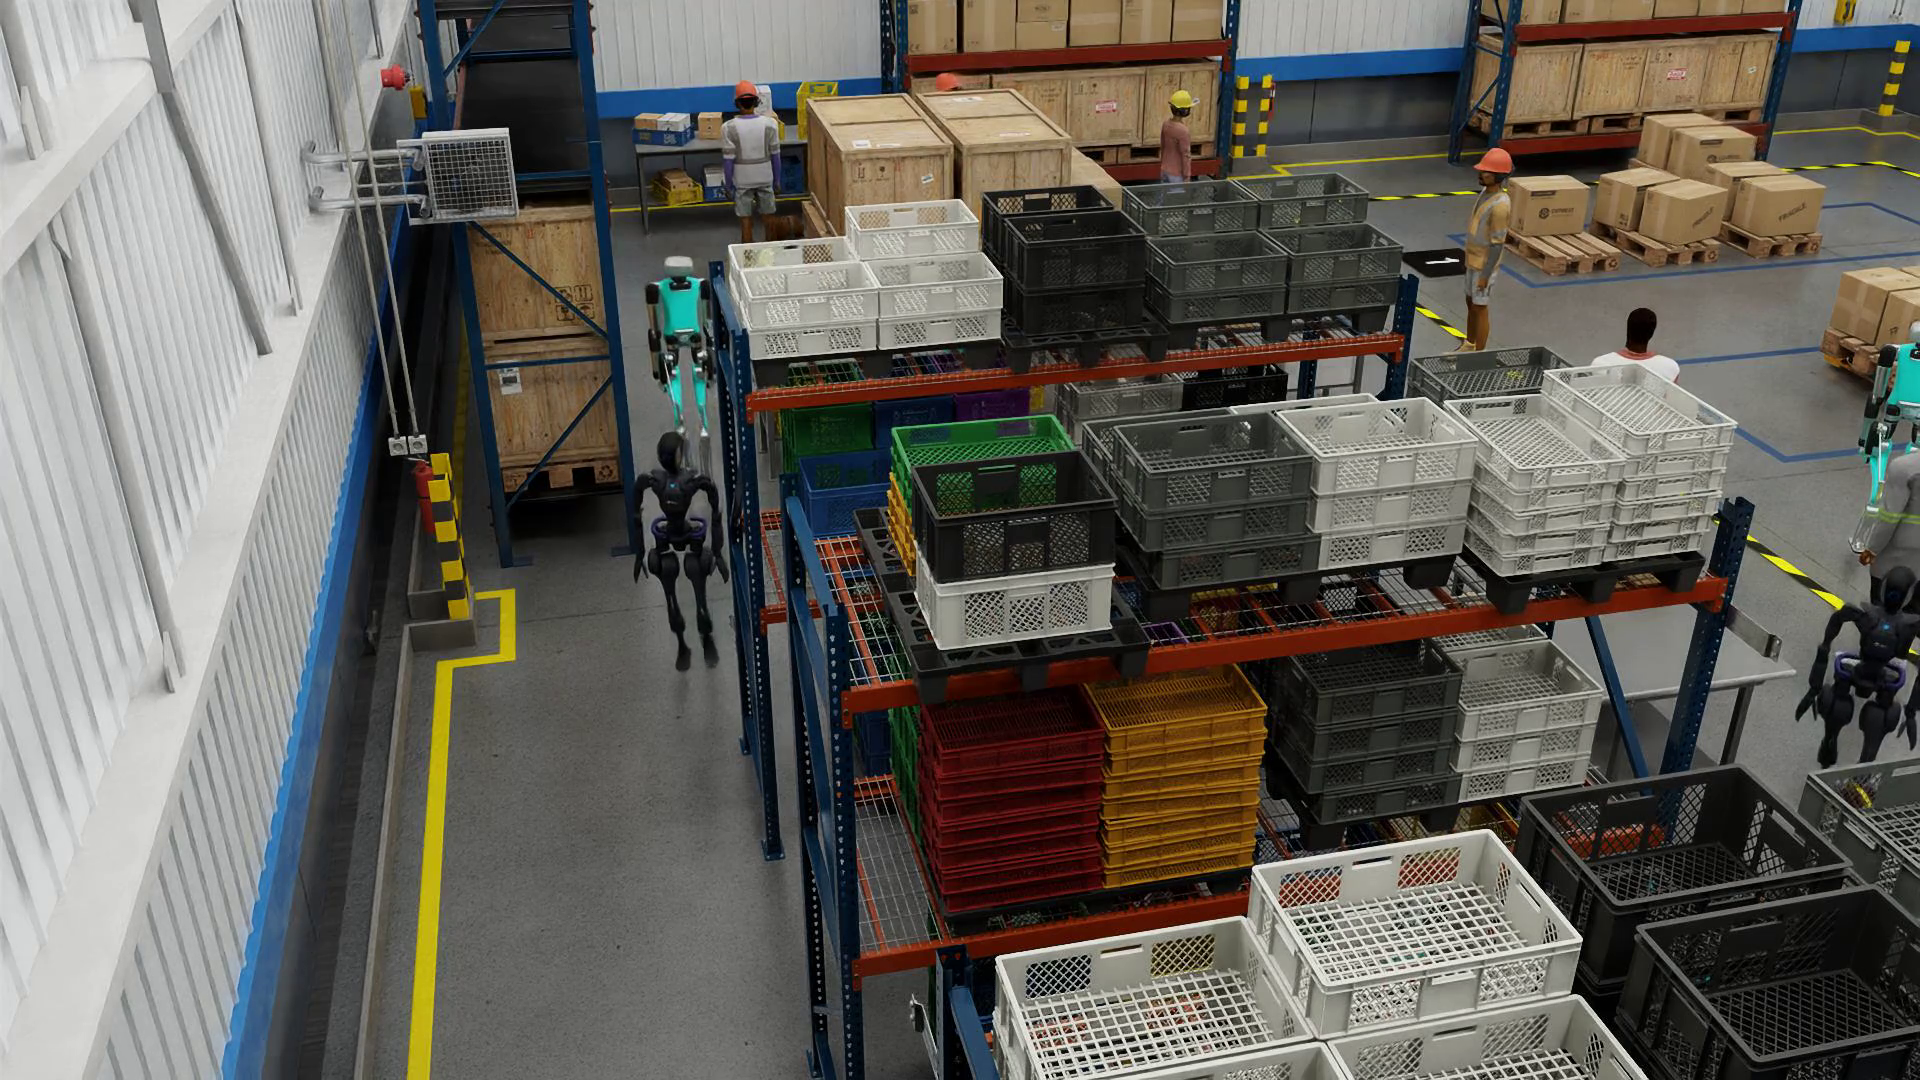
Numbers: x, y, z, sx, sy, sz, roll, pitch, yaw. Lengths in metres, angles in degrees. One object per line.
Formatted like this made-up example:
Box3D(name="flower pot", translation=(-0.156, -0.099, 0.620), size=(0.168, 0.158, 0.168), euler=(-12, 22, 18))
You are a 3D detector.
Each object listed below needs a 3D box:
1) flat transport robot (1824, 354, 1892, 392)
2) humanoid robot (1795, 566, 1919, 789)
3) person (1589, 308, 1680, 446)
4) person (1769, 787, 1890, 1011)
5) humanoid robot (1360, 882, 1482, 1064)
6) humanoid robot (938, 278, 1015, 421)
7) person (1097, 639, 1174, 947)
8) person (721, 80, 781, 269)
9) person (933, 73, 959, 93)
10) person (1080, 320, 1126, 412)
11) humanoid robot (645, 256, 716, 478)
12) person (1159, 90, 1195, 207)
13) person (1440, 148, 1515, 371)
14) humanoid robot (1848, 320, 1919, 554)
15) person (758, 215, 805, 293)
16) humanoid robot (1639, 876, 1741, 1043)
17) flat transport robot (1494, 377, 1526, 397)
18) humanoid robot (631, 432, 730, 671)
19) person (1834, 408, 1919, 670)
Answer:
Box3D(name="flat transport robot", translation=(8.473, -1.467, 14.800), size=(0.652, 0.197, 1.431), euler=(-6, 28, -12))
Box3D(name="humanoid robot", translation=(4.875, 0.853, 8.966), size=(0.601, 1.622, 0.790), euler=(15, 31, 26))
Box3D(name="person", translation=(4.603, -0.688, 11.598), size=(0.580, 1.911, 0.394), euler=(7, 29, 13))
Box3D(name="person", translation=(3.586, 1.781, 6.970), size=(0.337, 1.852, 0.574), euler=(8, 29, 15))
Box3D(name="humanoid robot", translation=(1.567, 2.121, 6.450), size=(0.903, 1.766, 0.542), euler=(-6, 28, -12))
Box3D(name="humanoid robot", translation=(0.153, -1.207, 12.777), size=(0.804, 1.782, 0.555), euler=(-15, 32, -27))
Box3D(name="person", translation=(0.888, 1.242, 8.107), size=(0.489, 1.743, 0.295), euler=(21, 35, 35))
Box3D(name="person", translation=(-2.149, -3.716, 17.206), size=(0.604, 2.034, 0.387), euler=(-8, 29, -15))
Box3D(name="person", translation=(-0.015, -4.157, 18.210), size=(0.869, 1.866, 0.556), euler=(-14, 31, -25))
Box3D(name="person", translation=(0.971, -0.683, 11.652), size=(0.351, 1.846, 0.505), euler=(-8, 29, -15))
Box3D(name="humanoid robot", translation=(-2.081, -1.206, 12.859), size=(0.543, 1.871, 0.764), euler=(-9, 29, -16))
Box3D(name="person", translation=(2.334, -3.954, 17.941), size=(0.313, 1.768, 0.524), euler=(-12, 30, -21))
Box3D(name="person", translation=(4.640, -2.482, 14.851), size=(0.365, 2.048, 0.607), euler=(0, 28, 1))
Box3D(name="humanoid robot", translation=(6.516, -0.635, 11.530), size=(0.533, 1.679, 0.735), euler=(14, 31, 24))
Box3D(name="person", translation=(-1.368, -1.803, 13.809), size=(0.701, 1.820, 0.643), euler=(-12, 30, -22))
Box3D(name="humanoid robot", translation=(3.001, 1.960, 6.792), size=(0.685, 1.827, 0.533), euler=(-13, 30, -23))
Box3D(name="flat transport robot", translation=(4.780, -1.036, 14.013), size=(0.659, 0.231, 1.431), euler=(-6, 28, -12))
Box3D(name="humanoid robot", translation=(-1.752, 0.079, 10.385), size=(0.608, 1.643, 0.344), euler=(-1, 28, -2))
Box3D(name="person", translation=(5.888, -0.014, 10.375), size=(0.597, 1.850, 0.397), euler=(-7, 29, -13))
